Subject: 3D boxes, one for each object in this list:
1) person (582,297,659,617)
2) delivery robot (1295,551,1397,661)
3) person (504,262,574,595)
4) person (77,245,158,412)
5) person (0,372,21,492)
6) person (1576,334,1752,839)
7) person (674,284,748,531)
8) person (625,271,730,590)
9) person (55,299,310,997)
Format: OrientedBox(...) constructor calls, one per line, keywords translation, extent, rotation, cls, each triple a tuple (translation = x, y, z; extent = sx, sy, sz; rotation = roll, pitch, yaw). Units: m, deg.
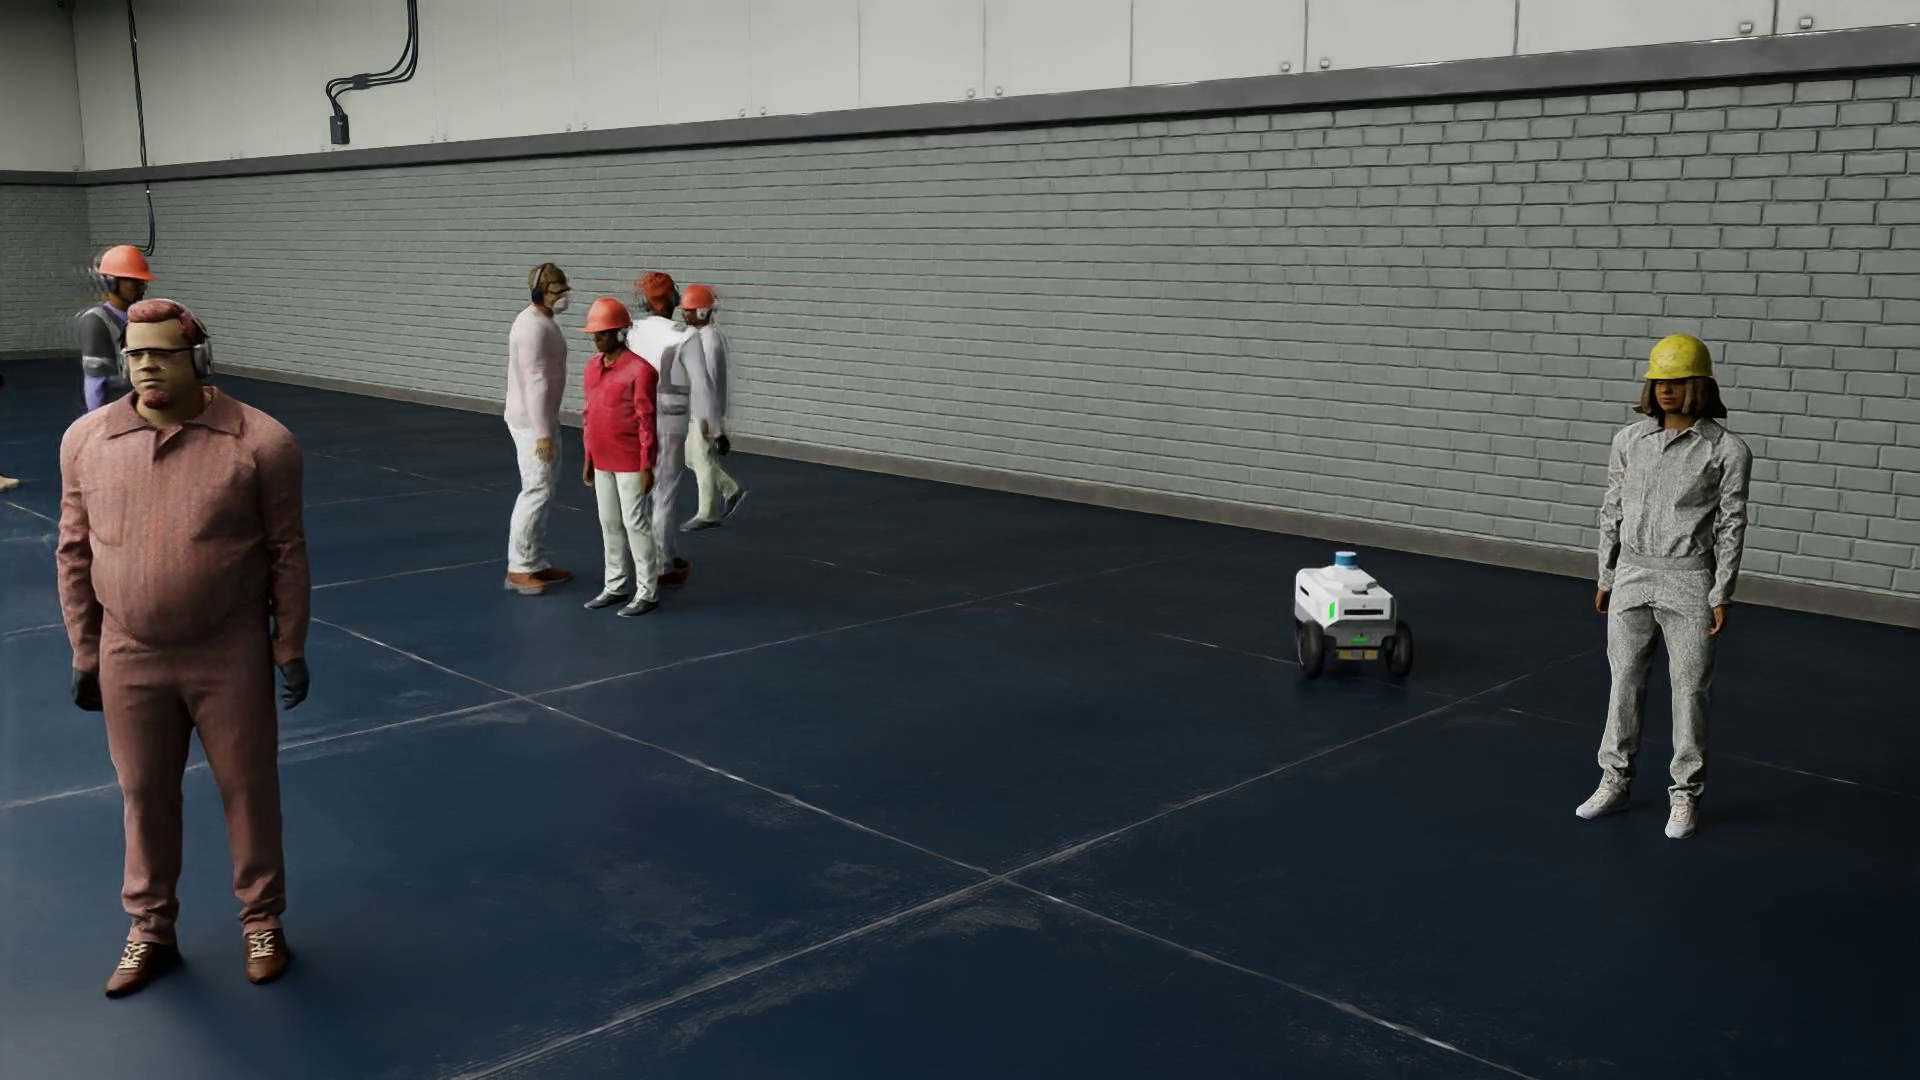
OrientedBox(translation=(-1.887, -0.451, 9.117), extent=(0.571, 1.743, 0.352), rotation=(9, 14, 41), cls="person")
OrientedBox(translation=(1.852, 0.299, 8.015), extent=(0.477, 0.478, 0.707), rotation=(0, 10, -2), cls="delivery robot")
OrientedBox(translation=(-2.461, -0.648, 9.706), extent=(0.432, 1.925, 0.672), rotation=(-1, 10, -4), cls="person")
OrientedBox(translation=(-4.979, -0.734, 9.919), extent=(0.529, 2.026, 0.601), rotation=(0, 10, 0), cls="person")
OrientedBox(translation=(-7.935, -1.404, 13.494), extent=(0.392, 2.045, 0.608), rotation=(-1, 10, -5), cls="person")
OrientedBox(translation=(2.448, 0.160, 5.784), extent=(0.487, 1.744, 0.295), rotation=(9, 14, 42), cls="person")
OrientedBox(translation=(-1.784, -0.931, 11.734), extent=(0.437, 1.737, 0.584), rotation=(-3, 11, -15), cls="person")
OrientedBox(translation=(-1.693, -0.654, 9.901), extent=(0.623, 1.858, 0.690), rotation=(5, 12, 27), cls="person")
OrientedBox(translation=(-2.126, 0.300, 4.573), extent=(0.638, 1.911, 0.402), rotation=(-2, 11, -10), cls="person")
